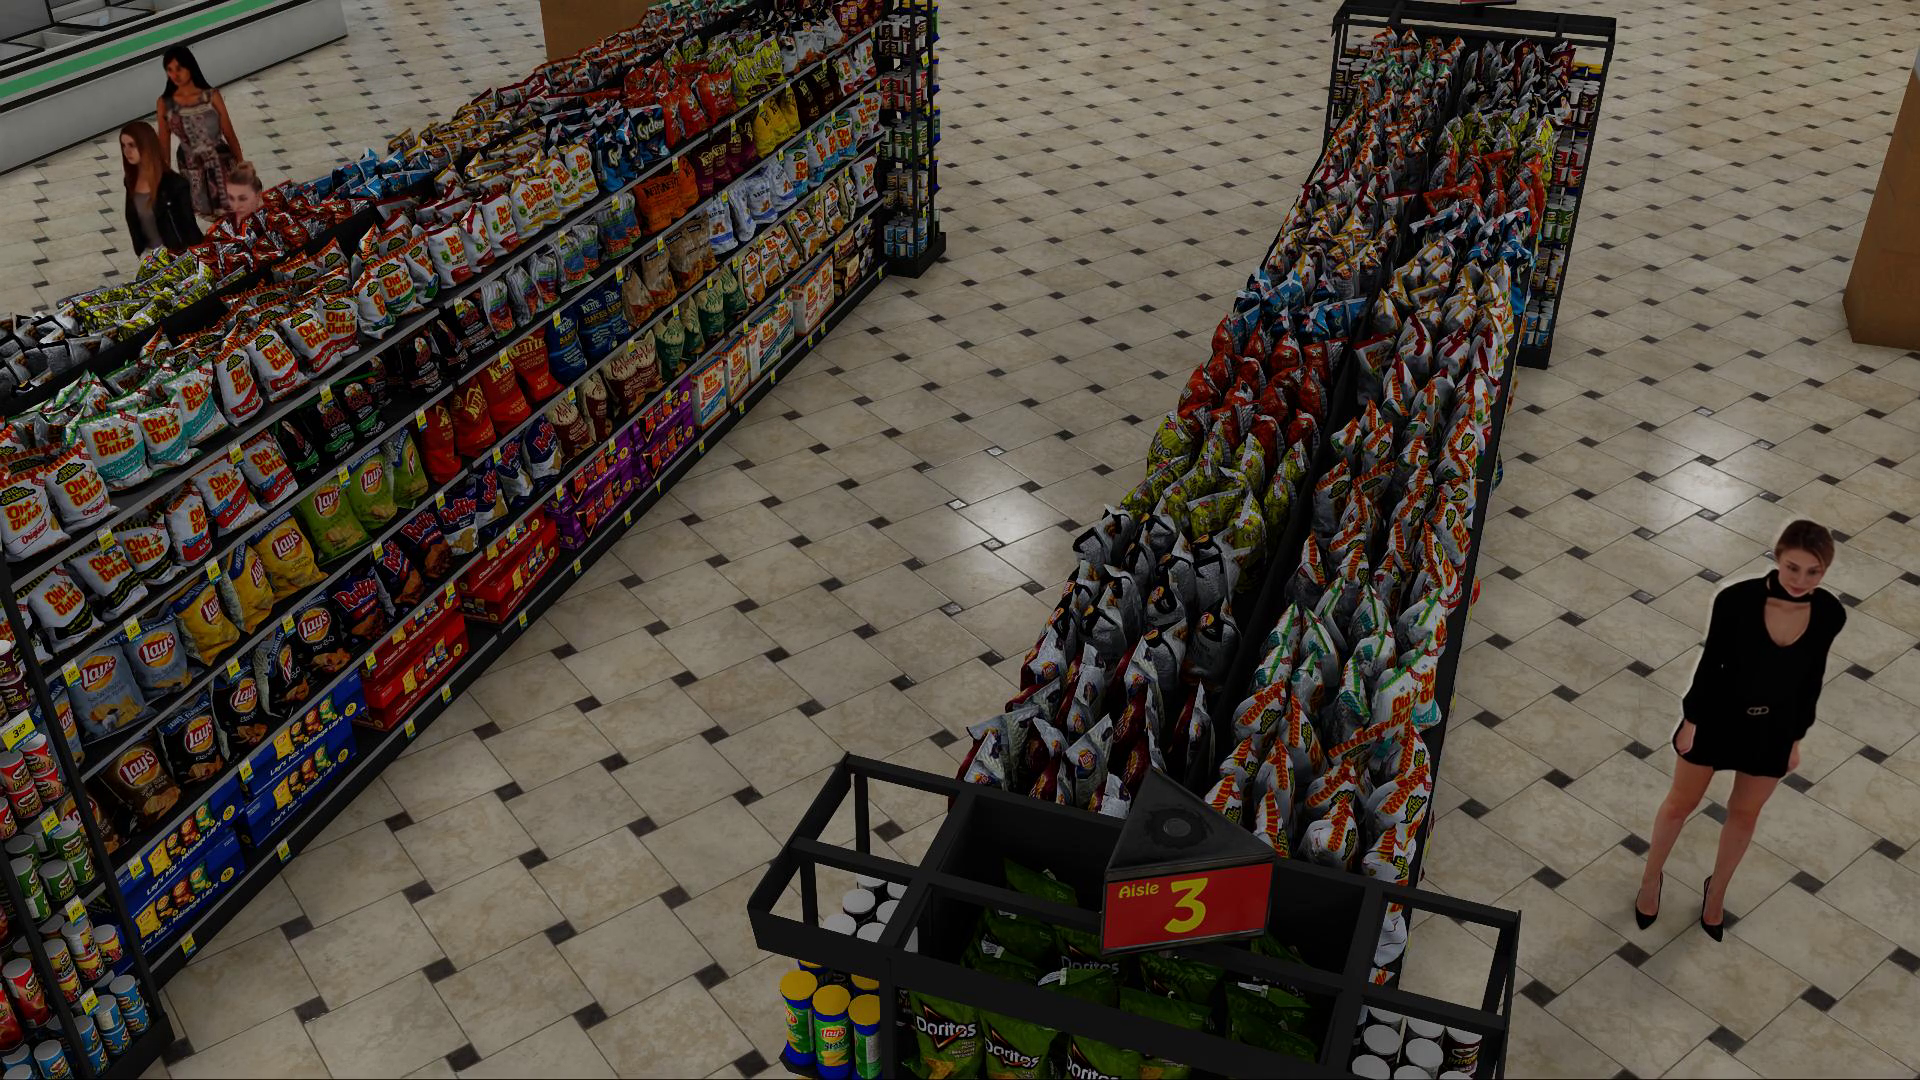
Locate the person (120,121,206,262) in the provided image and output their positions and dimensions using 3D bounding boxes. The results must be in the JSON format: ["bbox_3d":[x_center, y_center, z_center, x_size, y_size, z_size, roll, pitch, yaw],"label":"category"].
[{"bbox_3d":[-4.381,-1.554,9.446,0.626,1.671,1.098,10,33,15],"label":"person"}]

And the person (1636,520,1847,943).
[{"bbox_3d":[2.716,0.678,5.767,0.599,1.767,0.550,7,33,12],"label":"person"}]

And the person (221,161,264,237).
[{"bbox_3d":[-3.635,-1.193,8.884,0.717,1.651,1.118,7,33,11],"label":"person"}]

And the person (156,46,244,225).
[{"bbox_3d":[-4.898,-2.433,10.902,0.904,1.625,1.035,-4,32,-6],"label":"person"}]
